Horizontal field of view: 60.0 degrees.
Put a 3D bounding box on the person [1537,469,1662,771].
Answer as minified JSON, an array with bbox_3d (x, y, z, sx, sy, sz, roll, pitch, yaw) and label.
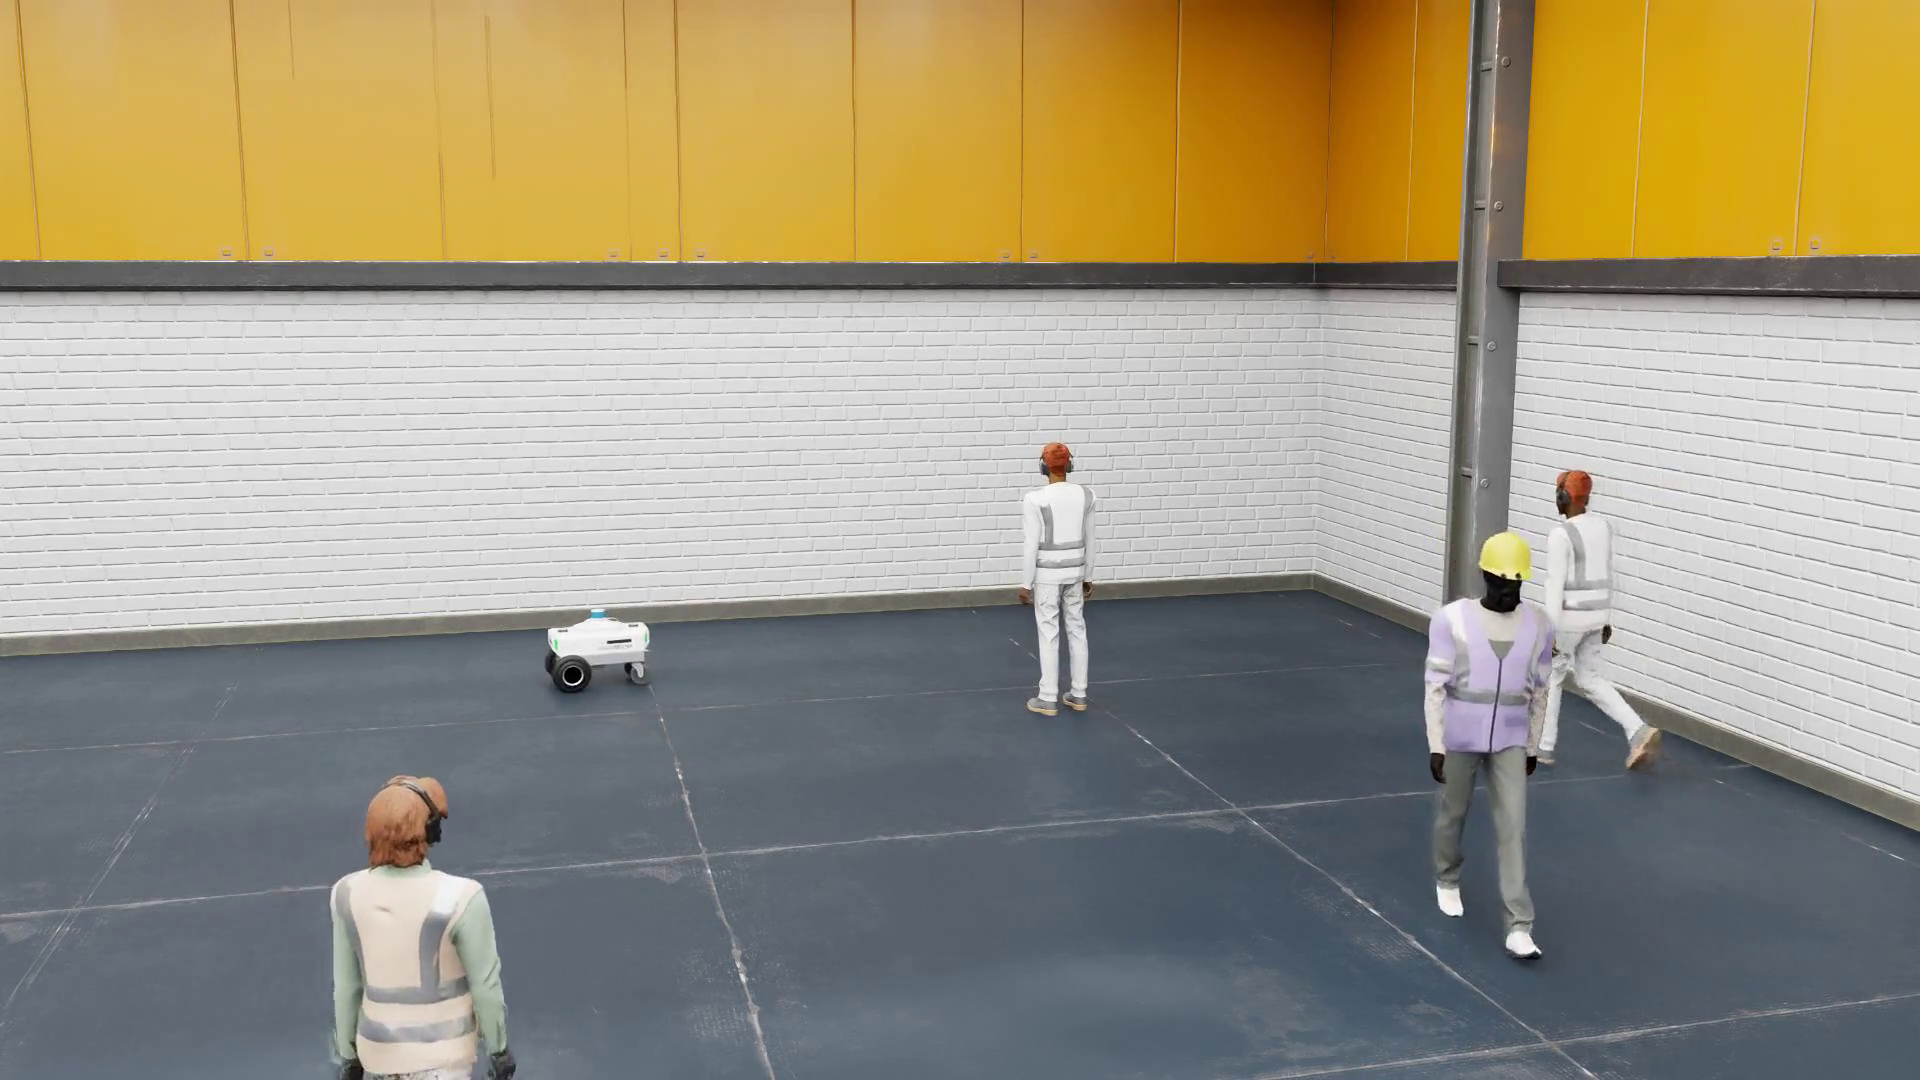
[{"bbox_3d":[3.819,0.501,10.100,0.608,1.856,0.797,-6,11,-34],"label":"person"}]

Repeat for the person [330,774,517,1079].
[{"bbox_3d":[-1.579,1.479,4.737,0.505,1.608,0.813,3,10,20],"label":"person"}]

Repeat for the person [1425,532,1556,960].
[{"bbox_3d":[2.402,0.896,7.543,0.600,1.877,0.960,0,9,3],"label":"person"}]

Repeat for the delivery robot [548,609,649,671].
[{"bbox_3d":[-2.660,0.752,12.259,0.707,0.478,0.477,-4,10,-21],"label":"delivery robot"}]

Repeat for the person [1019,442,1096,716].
[{"bbox_3d":[0.675,0.265,11.457,0.579,1.881,0.342,-5,10,-27],"label":"person"}]
